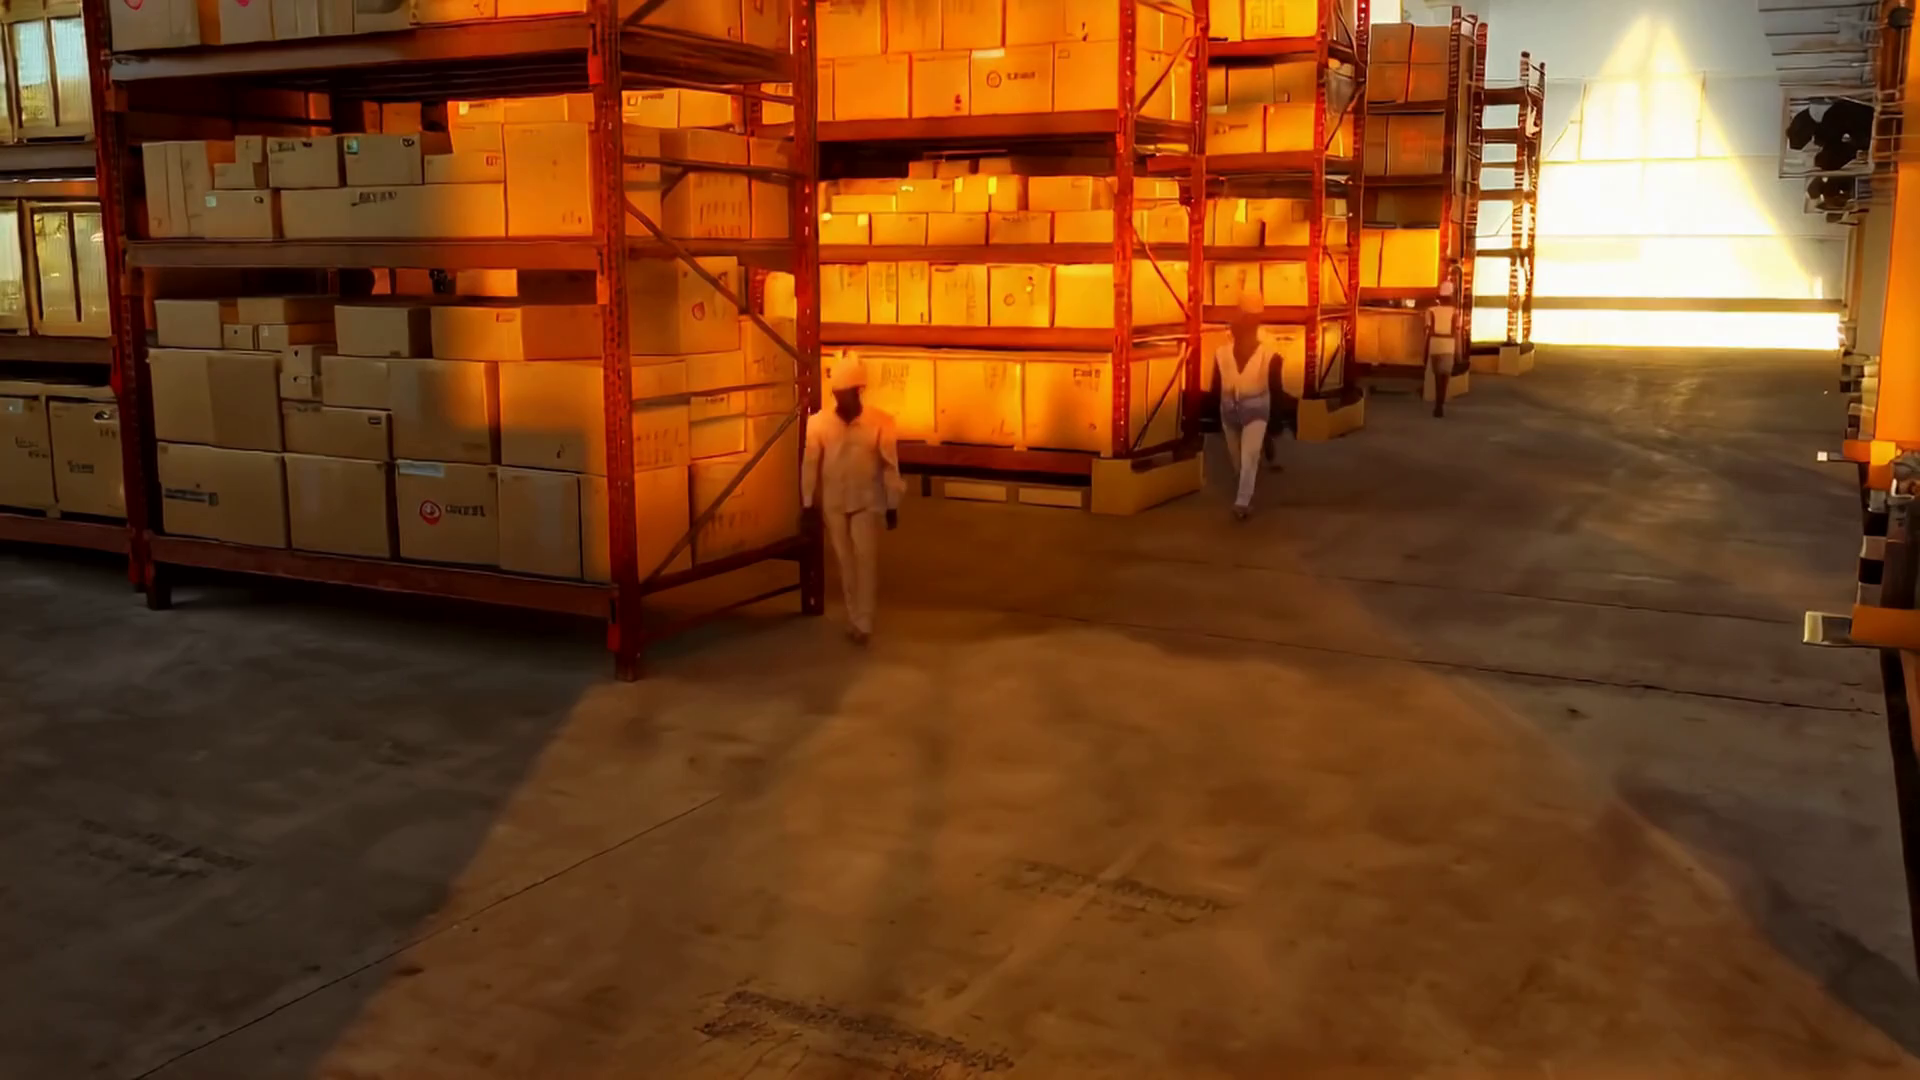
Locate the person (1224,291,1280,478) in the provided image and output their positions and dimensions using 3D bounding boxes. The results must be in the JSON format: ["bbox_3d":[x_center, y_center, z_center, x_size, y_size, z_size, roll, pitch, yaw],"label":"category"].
[{"bbox_3d":[2.990,-1.570,17.067,0.642,1.938,0.714,-9,13,-41],"label":"person"}]

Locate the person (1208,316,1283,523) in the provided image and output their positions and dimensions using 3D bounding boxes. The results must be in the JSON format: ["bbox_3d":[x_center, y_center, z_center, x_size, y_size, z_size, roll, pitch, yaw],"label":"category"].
[{"bbox_3d":[2.507,-1.078,14.668,0.624,1.795,0.950,6,11,31],"label":"person"}]

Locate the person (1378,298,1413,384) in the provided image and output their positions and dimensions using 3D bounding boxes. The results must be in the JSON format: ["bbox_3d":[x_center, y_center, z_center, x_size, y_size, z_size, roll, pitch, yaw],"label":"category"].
[{"bbox_3d":[7.839,-3.593,29.757,0.540,1.595,0.809,-9,13,-43],"label":"person"}]

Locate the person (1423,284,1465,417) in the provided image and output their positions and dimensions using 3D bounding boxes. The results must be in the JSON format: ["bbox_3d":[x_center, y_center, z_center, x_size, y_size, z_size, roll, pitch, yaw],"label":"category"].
[{"bbox_3d":[6.942,-2.726,23.899,0.560,1.895,0.983,5,11,25],"label":"person"}]

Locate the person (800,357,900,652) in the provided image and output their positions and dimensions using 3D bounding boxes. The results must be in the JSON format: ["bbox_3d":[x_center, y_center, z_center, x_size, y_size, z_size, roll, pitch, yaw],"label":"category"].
[{"bbox_3d":[-0.677,-0.210,9.817,0.569,1.719,0.780,3,10,15],"label":"person"}]
